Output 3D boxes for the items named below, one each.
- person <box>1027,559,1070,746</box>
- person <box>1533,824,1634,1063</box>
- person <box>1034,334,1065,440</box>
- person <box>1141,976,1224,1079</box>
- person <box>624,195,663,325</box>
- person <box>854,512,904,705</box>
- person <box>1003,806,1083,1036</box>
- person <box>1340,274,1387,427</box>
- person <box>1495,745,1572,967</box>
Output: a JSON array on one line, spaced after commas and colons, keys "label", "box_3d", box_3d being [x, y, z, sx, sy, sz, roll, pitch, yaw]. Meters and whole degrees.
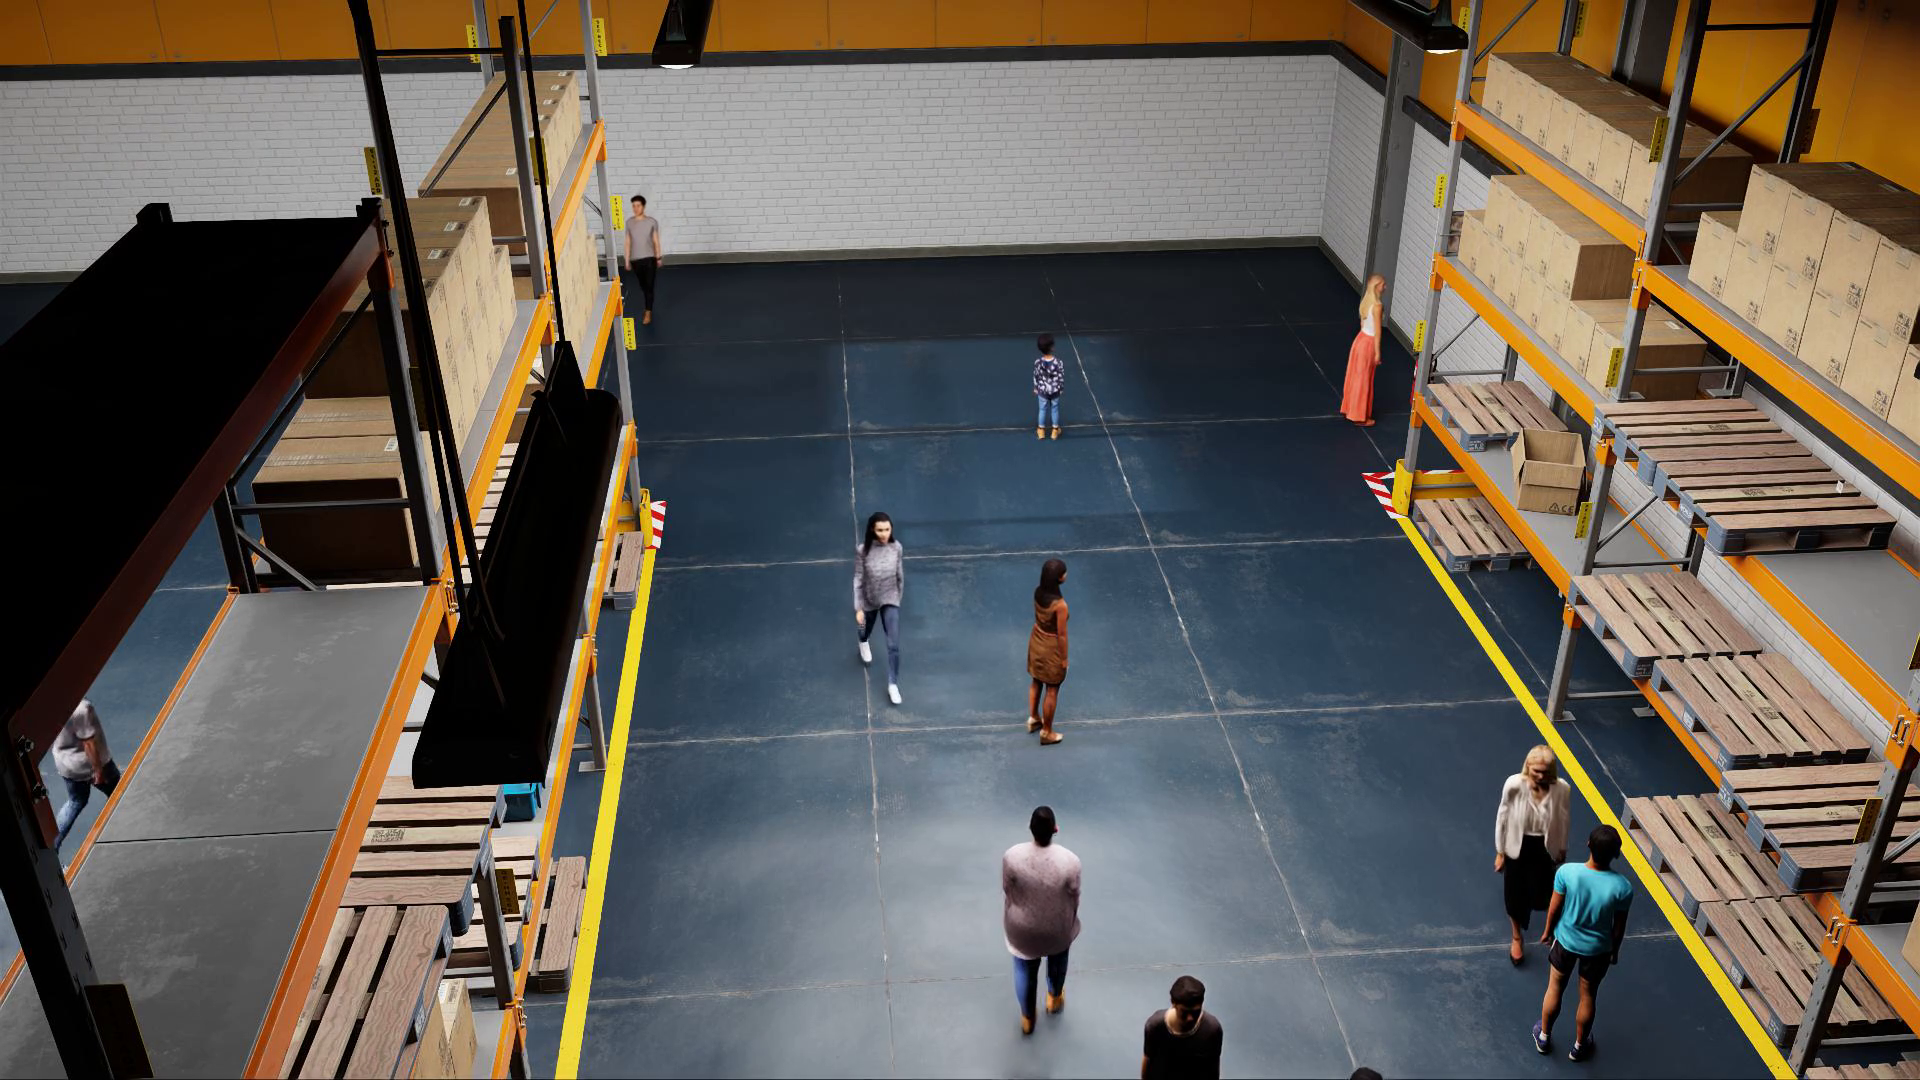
[{"label": "person", "box_3d": [0.725, 0.909, 13.677, 0.694, 1.686, 0.584, -16, 32, -27]}, {"label": "person", "box_3d": [3.949, 2.560, 10.561, 0.689, 1.773, 0.679, 12, 31, 21]}, {"label": "person", "box_3d": [1.017, -1.763, 19.031, 0.528, 1.251, 0.531, 3, 29, 6]}, {"label": "person", "box_3d": [1.247, 3.143, 9.557, 0.629, 1.711, 0.578, 1, 29, 2]}, {"label": "person", "box_3d": [-4.230, -3.809, 22.327, 0.748, 1.686, 1.160, 3, 29, 5]}, {"label": "person", "box_3d": [-0.730, 0.500, 14.415, 0.701, 1.698, 1.171, -6, 29, -10]}, {"label": "person", "box_3d": [0.504, 2.490, 10.735, 0.754, 1.728, 0.776, 3, 29, 6]}, {"label": "person", "box_3d": [4.703, -2.211, 19.275, 0.674, 1.803, 0.507, -2, 29, -4]}, {"label": "person", "box_3d": [3.867, 2.092, 11.352, 0.786, 1.837, 0.861, 4, 29, 8]}]
